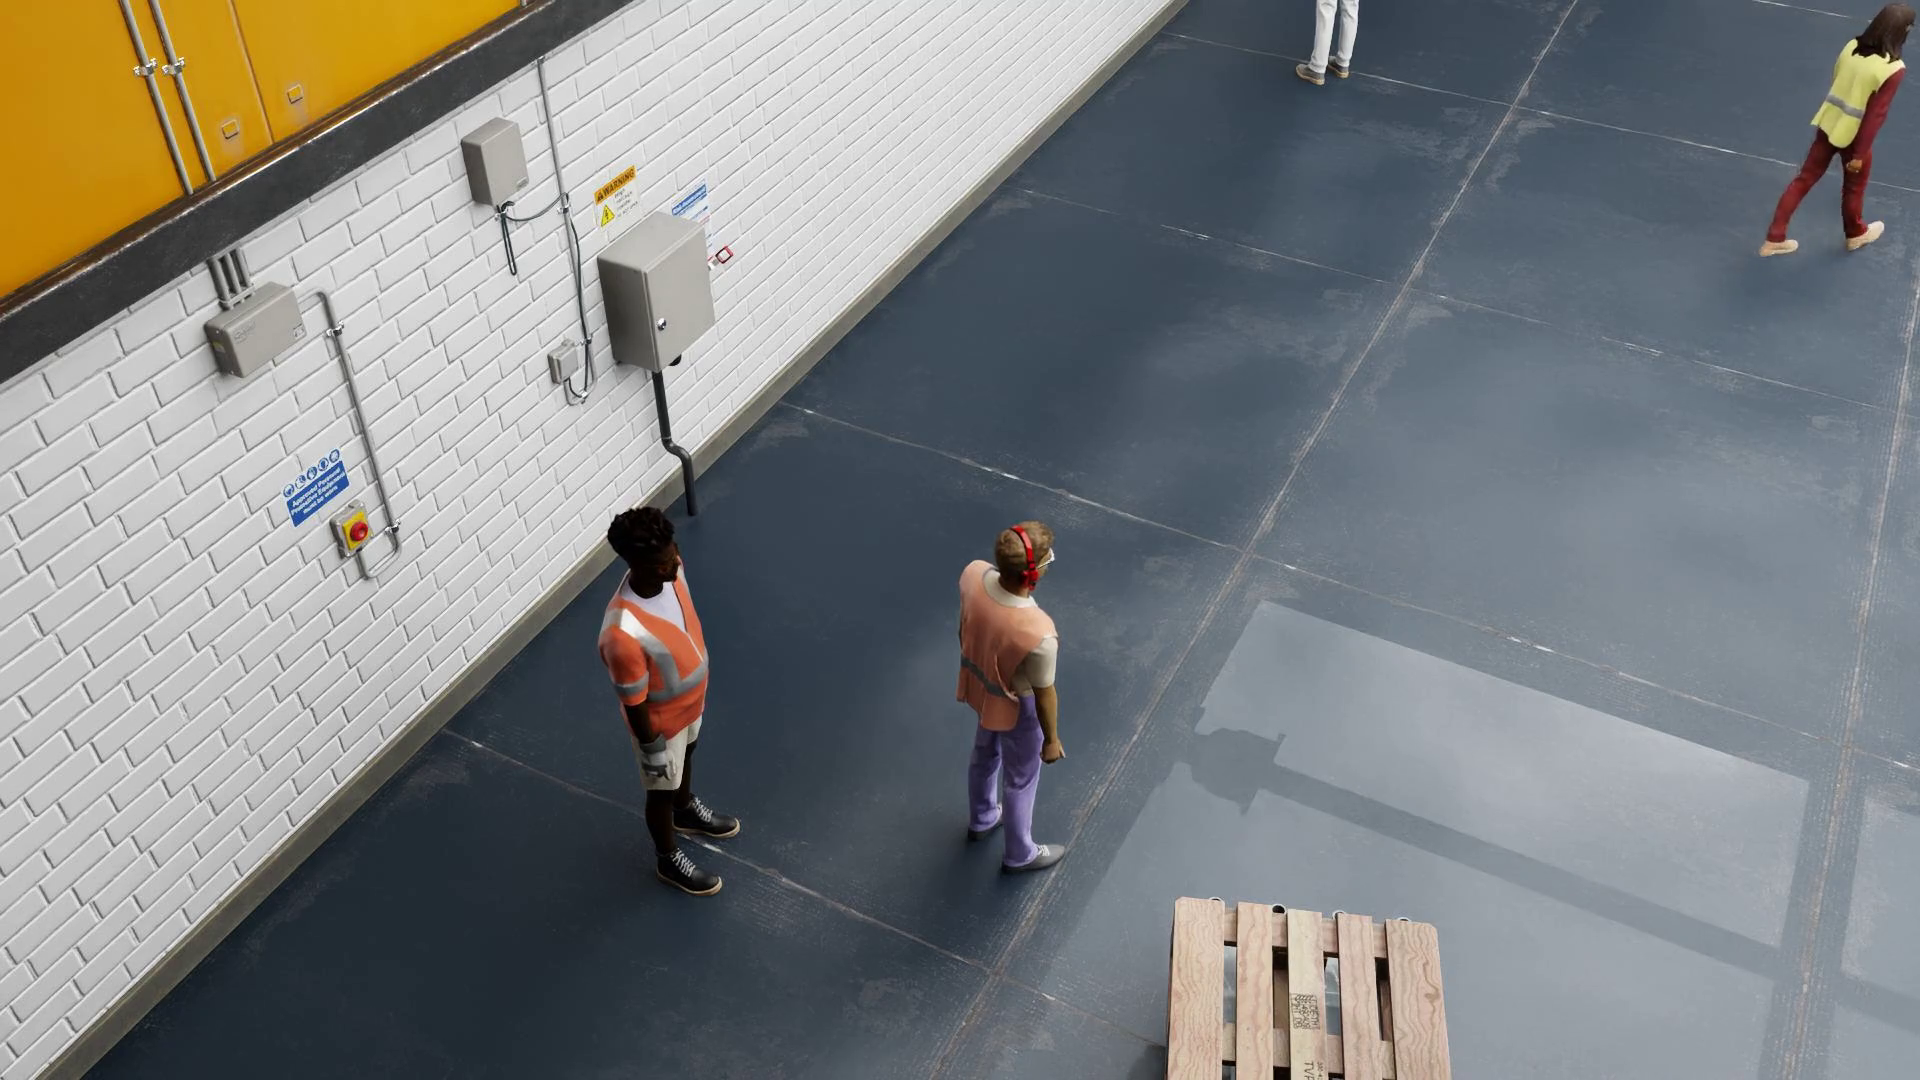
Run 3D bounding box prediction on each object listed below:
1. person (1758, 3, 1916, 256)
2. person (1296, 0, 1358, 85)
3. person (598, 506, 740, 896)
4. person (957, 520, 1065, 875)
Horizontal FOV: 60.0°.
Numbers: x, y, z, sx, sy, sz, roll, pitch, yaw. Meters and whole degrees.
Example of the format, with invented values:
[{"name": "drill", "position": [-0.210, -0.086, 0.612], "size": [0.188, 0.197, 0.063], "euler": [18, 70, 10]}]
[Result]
[{"name": "person", "position": [5.823, -2.642, 10.784], "size": [0.903, 1.726, 0.510], "euler": [-13, 43, -15]}, {"name": "person", "position": [2.921, -4.436, 12.744], "size": [0.582, 1.883, 0.348], "euler": [-19, 44, -20]}, {"name": "person", "position": [-1.187, 0.655, 6.781], "size": [0.368, 1.966, 0.605], "euler": [7, 41, 8]}, {"name": "person", "position": [0.200, 0.672, 6.852], "size": [0.375, 1.843, 0.571], "euler": [-25, 46, -26]}]
